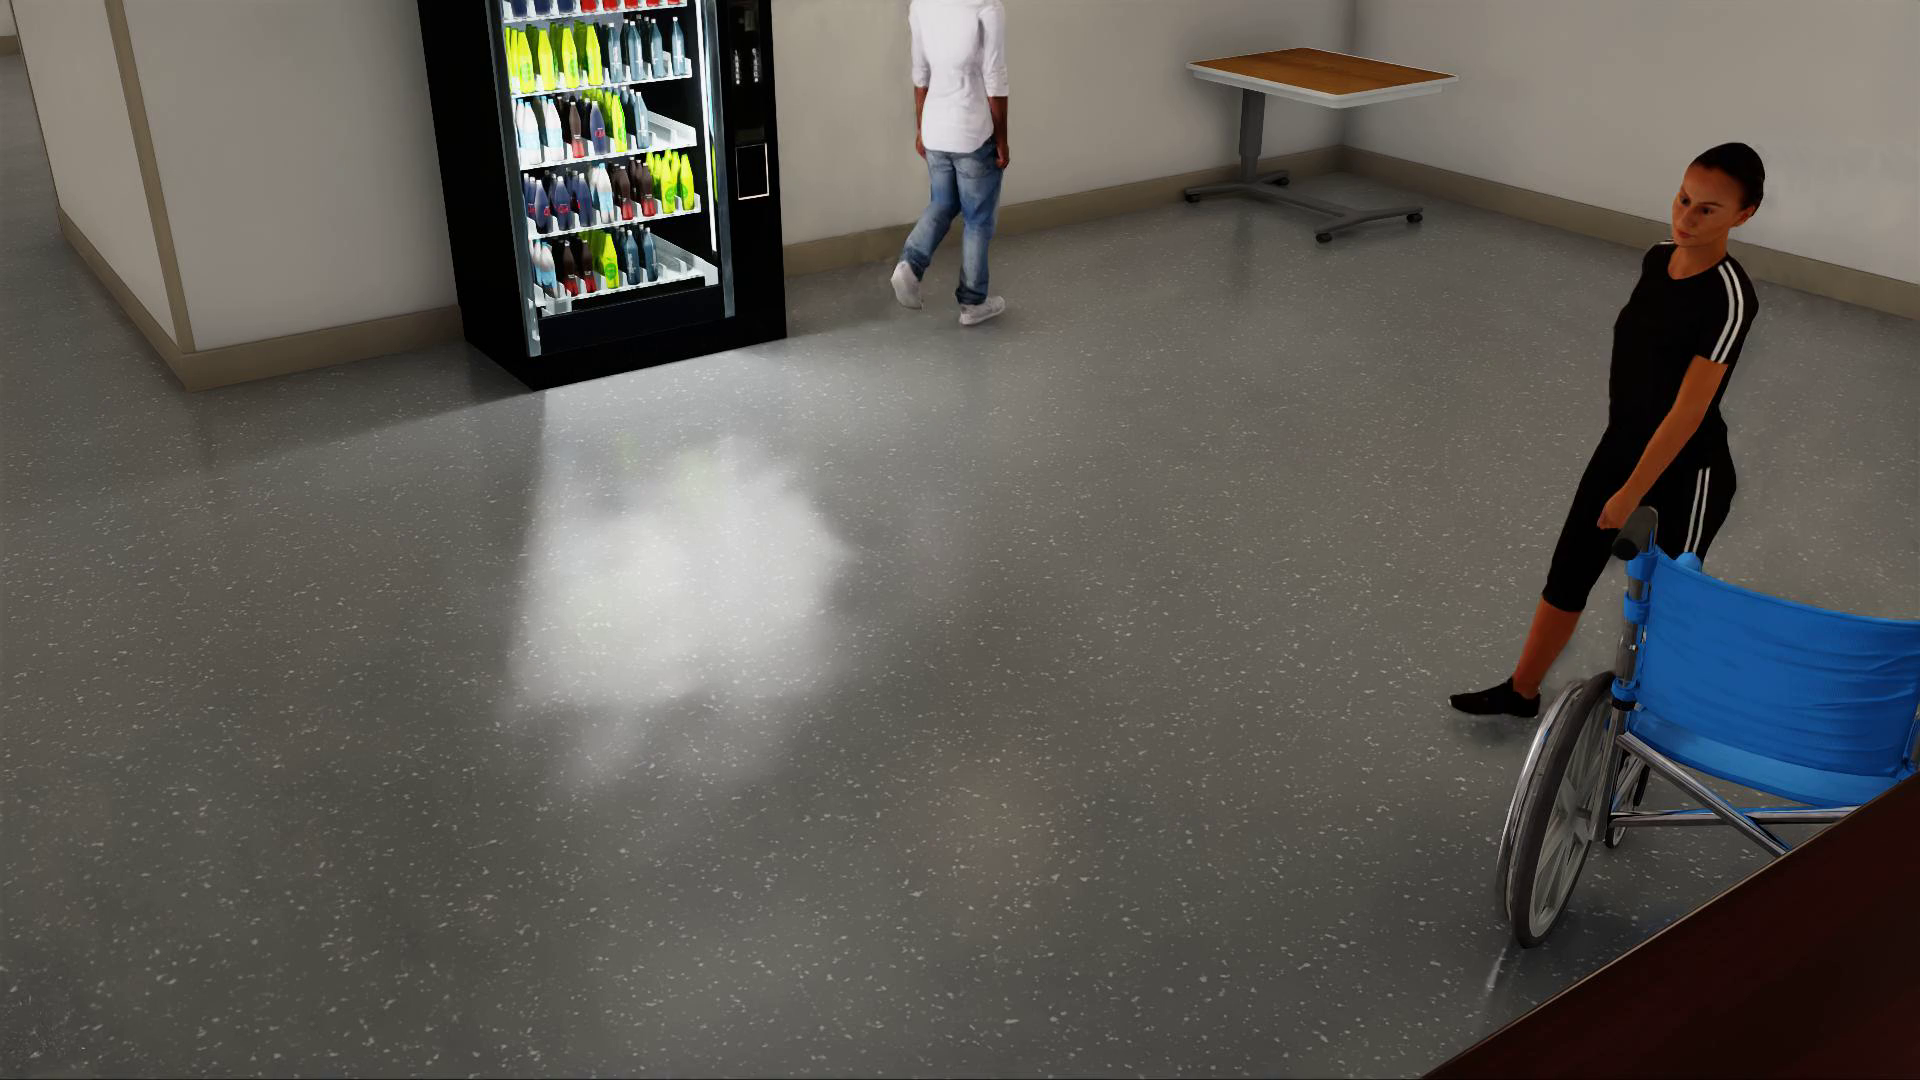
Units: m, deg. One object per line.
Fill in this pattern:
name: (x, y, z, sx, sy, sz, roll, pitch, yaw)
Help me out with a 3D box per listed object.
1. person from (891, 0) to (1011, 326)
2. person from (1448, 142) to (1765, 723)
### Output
person: (-0.052, -1.820, 7.385, 0.782, 1.798, 0.931, 19, 32, 34)
person: (1.830, -0.177, 4.158, 0.972, 1.642, 0.838, -1, 26, -3)
